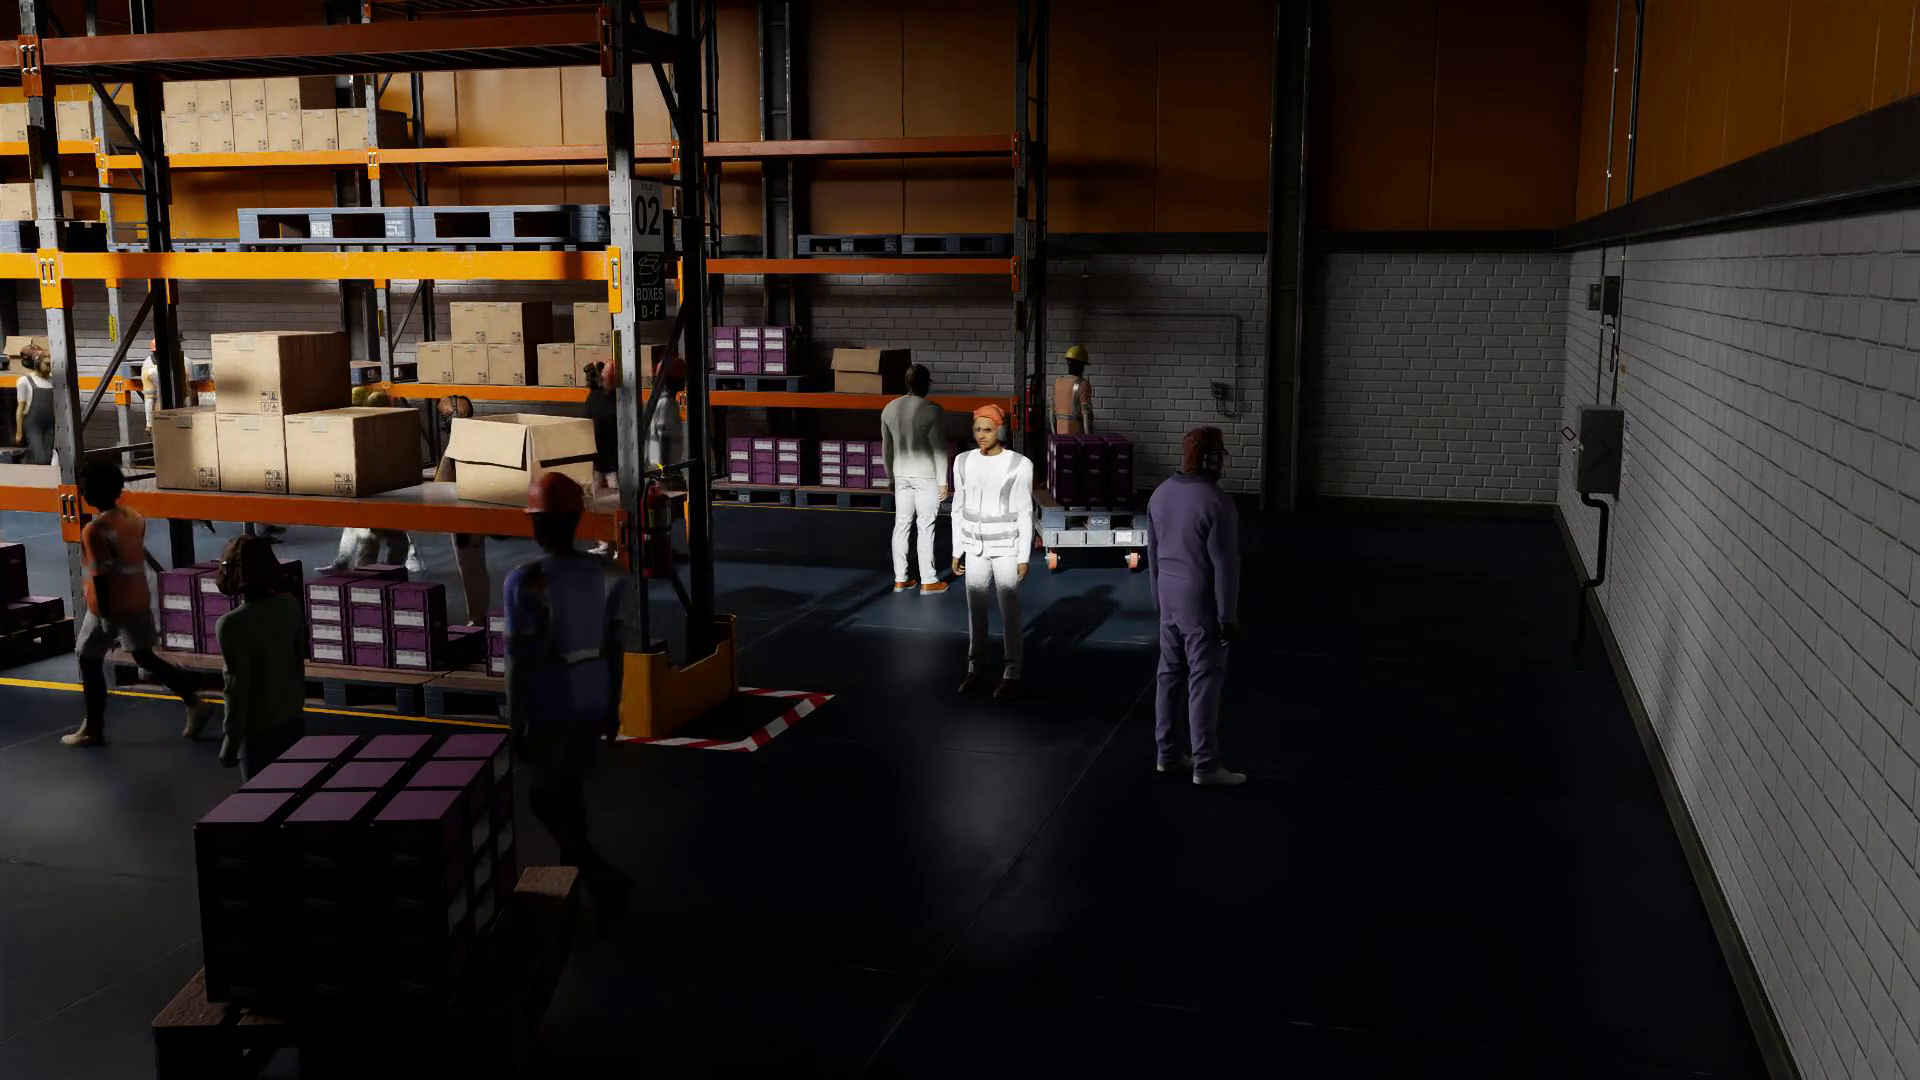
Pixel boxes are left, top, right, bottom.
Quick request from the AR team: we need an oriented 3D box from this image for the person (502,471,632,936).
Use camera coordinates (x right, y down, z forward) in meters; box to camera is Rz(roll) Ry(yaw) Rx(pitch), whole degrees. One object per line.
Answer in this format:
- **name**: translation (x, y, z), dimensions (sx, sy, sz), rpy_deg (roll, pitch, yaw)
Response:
- **person**: translation (-1.575, 0.681, 6.813), dimensions (0.544, 1.914, 0.733), rpy_deg (-9, 13, -44)

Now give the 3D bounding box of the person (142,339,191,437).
- **person**: translation (-9.327, -1.424, 19.574), dimensions (0.376, 1.933, 0.545), rpy_deg (8, 12, 41)

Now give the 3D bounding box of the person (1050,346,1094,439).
- **person**: translation (1.205, -1.089, 17.574), dimensions (0.378, 1.918, 0.585), rpy_deg (-8, 12, -41)

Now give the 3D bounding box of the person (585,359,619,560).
- **person**: translation (-3.105, -0.641, 14.792), dimensions (0.710, 1.944, 0.383), rpy_deg (8, 12, 39)

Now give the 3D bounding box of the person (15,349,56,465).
- **person**: translation (-10.315, -1.226, 18.692), dimensions (0.457, 1.818, 0.547), rpy_deg (4, 10, 23)

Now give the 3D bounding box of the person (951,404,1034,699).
- **person**: translation (0.205, 0.070, 10.637), dimensions (0.578, 1.879, 0.350), rpy_deg (5, 11, 29)

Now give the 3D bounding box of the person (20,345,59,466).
- **person**: translation (-10.902, -1.395, 19.710), dimensions (0.429, 1.837, 0.625), rpy_deg (-8, 12, -40)

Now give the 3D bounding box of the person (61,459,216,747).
- **person**: translation (-4.735, 0.362, 9.476), dimensions (0.780, 1.667, 0.529), rpy_deg (1, 9, 5)

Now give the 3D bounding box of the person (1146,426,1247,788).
- **person**: translation (1.272, 0.348, 8.847), dimensions (0.400, 1.910, 0.643), rpy_deg (-6, 11, -31)

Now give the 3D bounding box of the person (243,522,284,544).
- **person**: translation (-6.953, -0.835, 16.527), dimensions (0.522, 1.758, 0.350), rpy_deg (8, 13, 42)

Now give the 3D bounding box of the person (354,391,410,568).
- **person**: translation (-4.573, -0.277, 13.010), dimensions (0.575, 1.790, 0.610), rpy_deg (2, 10, 12)

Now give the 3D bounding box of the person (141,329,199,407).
- **person**: translation (-9.624, -1.620, 20.439), dimensions (0.684, 2.000, 0.535), rpy_deg (2, 10, 14)

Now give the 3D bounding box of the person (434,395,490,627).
- **person**: translation (-3.573, -0.129, 11.990), dimensions (0.429, 1.837, 0.628), rpy_deg (-3, 10, -15)

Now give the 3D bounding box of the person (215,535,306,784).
- **person**: translation (-2.925, 0.789, 6.998), dimensions (0.284, 1.631, 0.501), rpy_deg (2, 10, 13)

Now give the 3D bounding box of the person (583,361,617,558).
- **person**: translation (-3.360, -0.746, 15.653), dimensions (0.328, 1.865, 0.521), rpy_deg (-3, 10, -20)

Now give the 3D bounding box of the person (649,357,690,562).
- **person**: translation (-2.659, -0.731, 15.378), dimensions (0.422, 1.920, 0.553), rpy_deg (-2, 10, -12)

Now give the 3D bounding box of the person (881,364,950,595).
- **person**: translation (-0.360, -0.509, 13.976), dimensions (0.636, 1.939, 0.362), rpy_deg (6, 11, 31)

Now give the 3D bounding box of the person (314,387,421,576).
- **person**: translation (-5.227, -0.503, 14.680), dimensions (0.905, 1.688, 0.496), rpy_deg (-7, 11, -35)

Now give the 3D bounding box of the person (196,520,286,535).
- **person**: translation (-7.389, -0.923, 16.920), dimensions (0.799, 1.806, 0.603), rpy_deg (-5, 10, -26)
